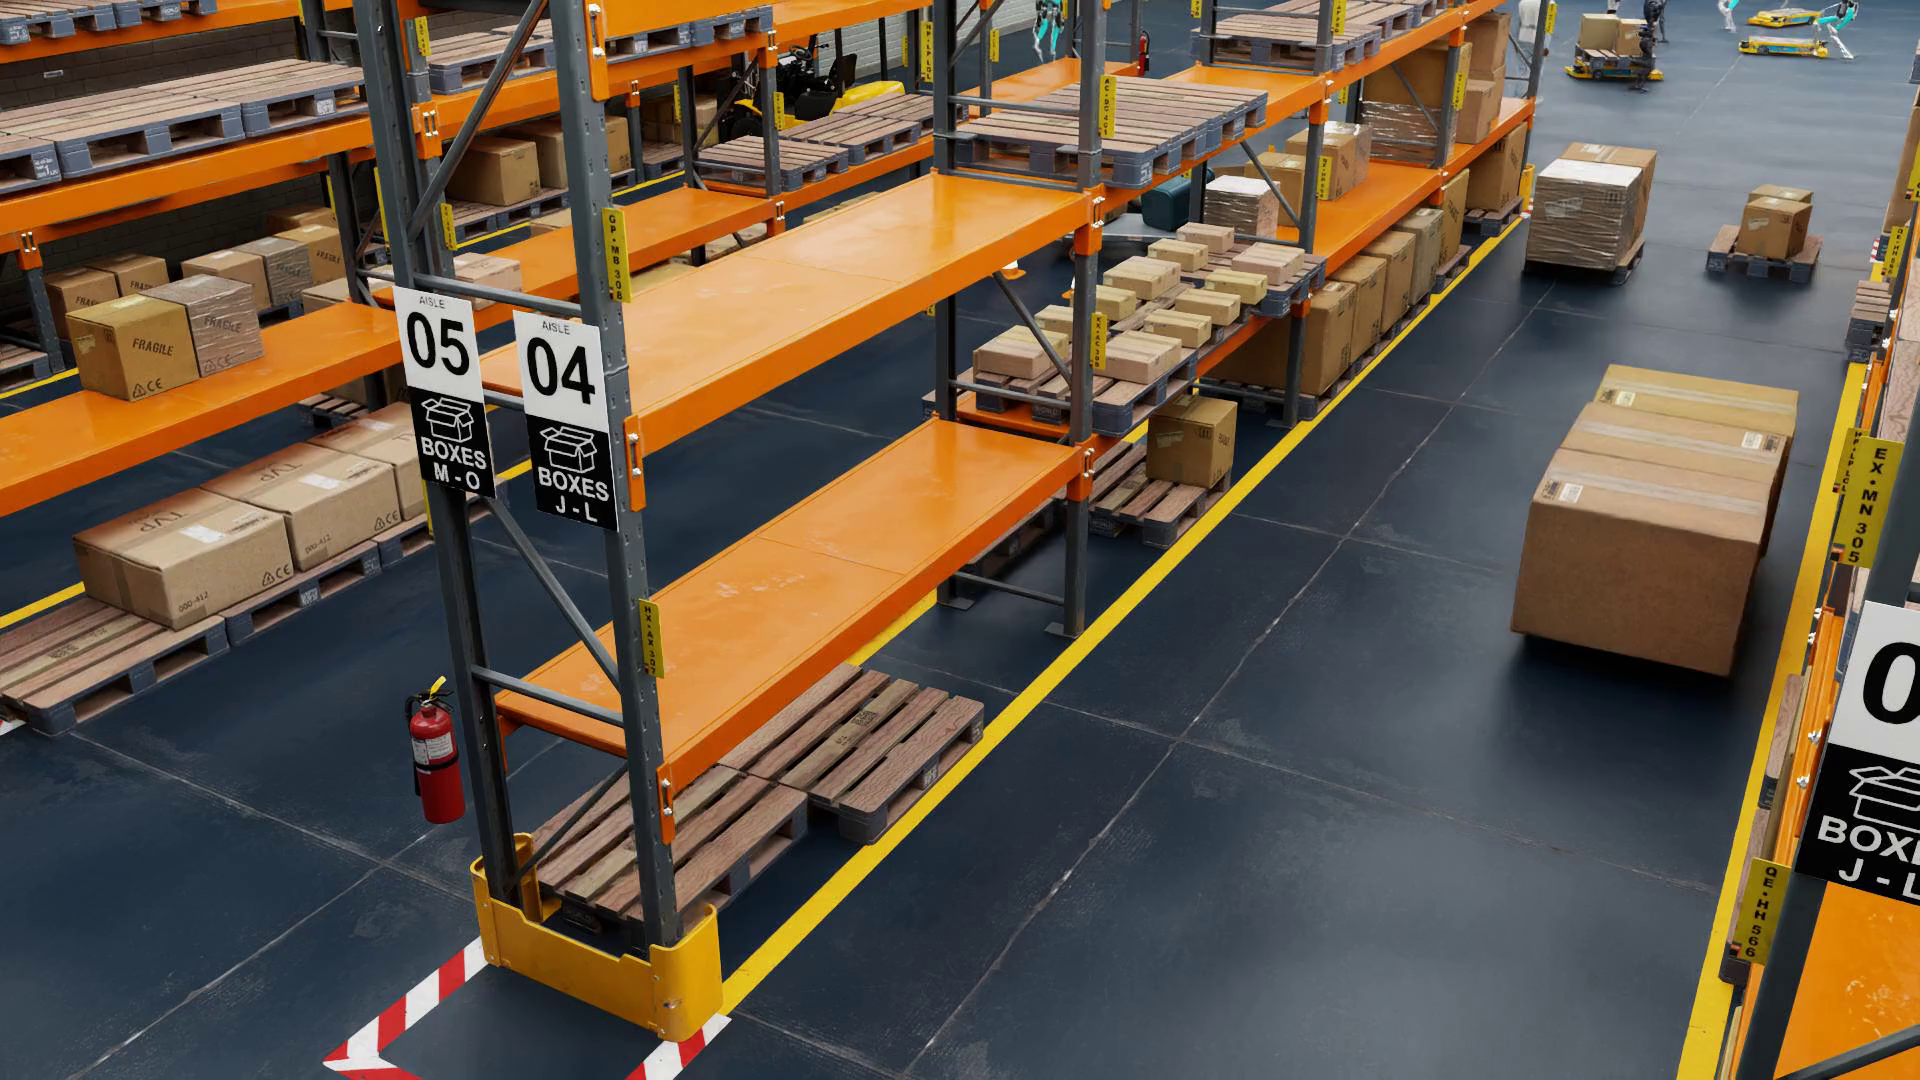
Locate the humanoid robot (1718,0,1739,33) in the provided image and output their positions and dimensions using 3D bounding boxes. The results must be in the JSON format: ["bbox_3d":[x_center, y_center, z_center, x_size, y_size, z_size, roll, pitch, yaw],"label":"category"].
[{"bbox_3d":[14.695,-10.504,31.527,0.671,1.852,0.537,6,26,12],"label":"humanoid robot"}]

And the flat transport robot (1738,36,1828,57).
[{"bbox_3d":[14.634,-8.772,29.570,1.431,0.231,0.659,10,27,20],"label":"flat transport robot"}]

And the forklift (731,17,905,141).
[{"bbox_3d":[-1.819,-5.975,21.543,2.313,2.155,1.214,14,29,26],"label":"forklift"}]

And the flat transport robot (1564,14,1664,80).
[{"bbox_3d":[10.819,-7.787,27.522,1.431,0.231,0.659,2,26,5],"label":"flat transport robot"}]

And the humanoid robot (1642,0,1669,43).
[{"bbox_3d":[12.749,-9.965,30.476,0.612,1.620,0.781,-20,32,-35],"label":"humanoid robot"}]

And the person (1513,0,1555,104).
[{"bbox_3d":[8.664,-7.491,25.053,0.618,1.878,0.848,21,33,36],"label":"person"}]

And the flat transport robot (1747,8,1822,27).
[{"bbox_3d":[16.234,-10.249,32.638,1.431,0.231,0.659,-13,28,-24],"label":"flat transport robot"}]

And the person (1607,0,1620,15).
[{"bbox_3d":[11.871,-9.934,30.028,0.372,1.966,0.602,10,28,21],"label":"person"}]

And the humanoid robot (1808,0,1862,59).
[{"bbox_3d":[15.136,-9.163,28.732,0.565,1.726,1.027,-17,30,-31],"label":"humanoid robot"}]

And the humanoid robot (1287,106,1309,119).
[{"bbox_3d":[5.044,-6.956,24.192,0.576,1.644,0.603,7,27,14],"label":"humanoid robot"}]

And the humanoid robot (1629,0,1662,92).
[{"bbox_3d":[10.860,-7.906,26.148,0.388,1.657,0.601,11,28,21],"label":"humanoid robot"}]

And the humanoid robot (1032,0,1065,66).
[{"bbox_3d":[1.404,-8.419,27.236,0.548,1.846,0.785,12,28,23],"label":"humanoid robot"}]
